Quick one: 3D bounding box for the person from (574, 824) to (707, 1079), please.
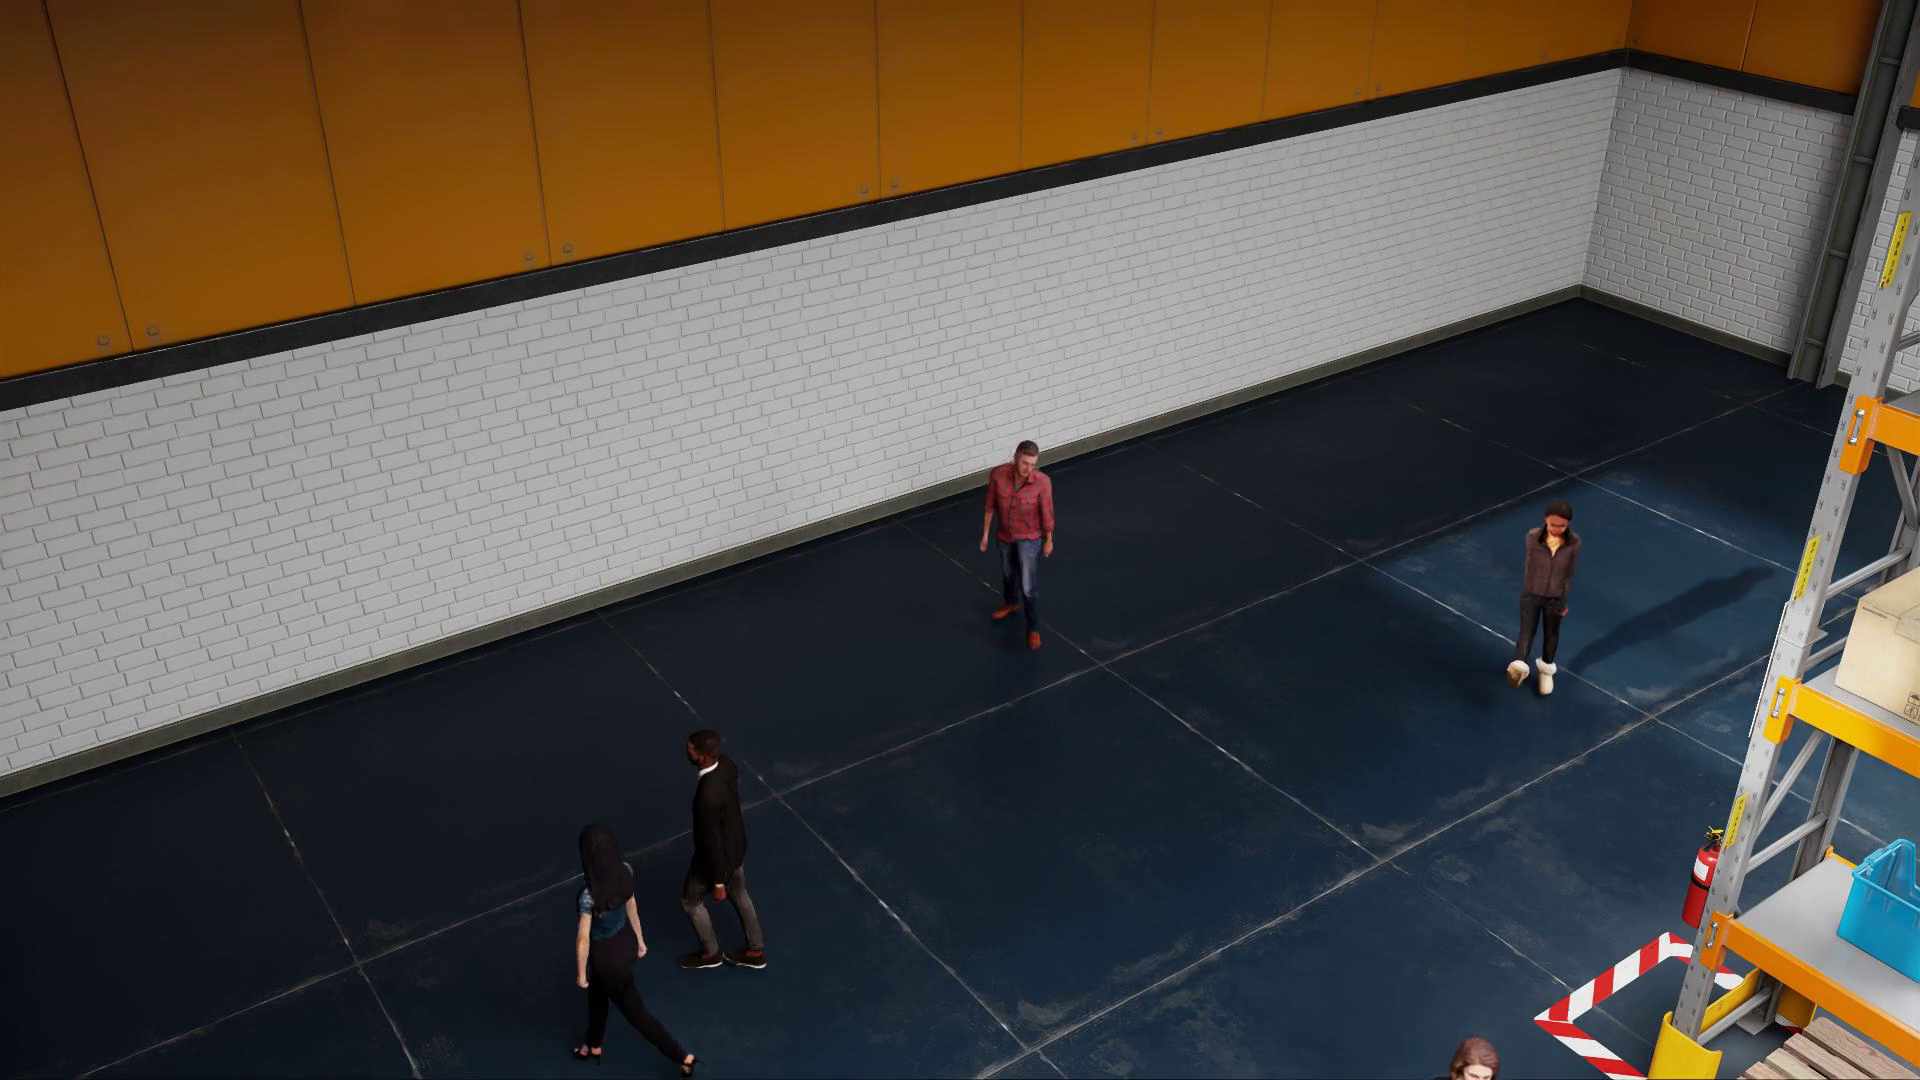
[{"bbox_3d":[-1.834,2.359,9.192,1.141,1.685,0.941,11,30,19],"label":"person"}]

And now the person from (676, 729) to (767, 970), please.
[{"bbox_3d":[-1.346,1.895,9.941,0.980,1.783,0.920,5,29,10],"label":"person"}]

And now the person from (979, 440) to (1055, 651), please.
[{"bbox_3d":[0.473,-0.054,13.509,1.011,1.788,1.057,17,33,29],"label":"person"}]

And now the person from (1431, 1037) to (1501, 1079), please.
[{"bbox_3d":[2.348,2.991,8.029,0.801,1.690,0.859,6,29,10],"label":"person"}]

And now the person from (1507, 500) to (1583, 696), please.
[{"bbox_3d":[4.453,0.490,12.656,0.913,1.649,0.919,1,29,2],"label":"person"}]
